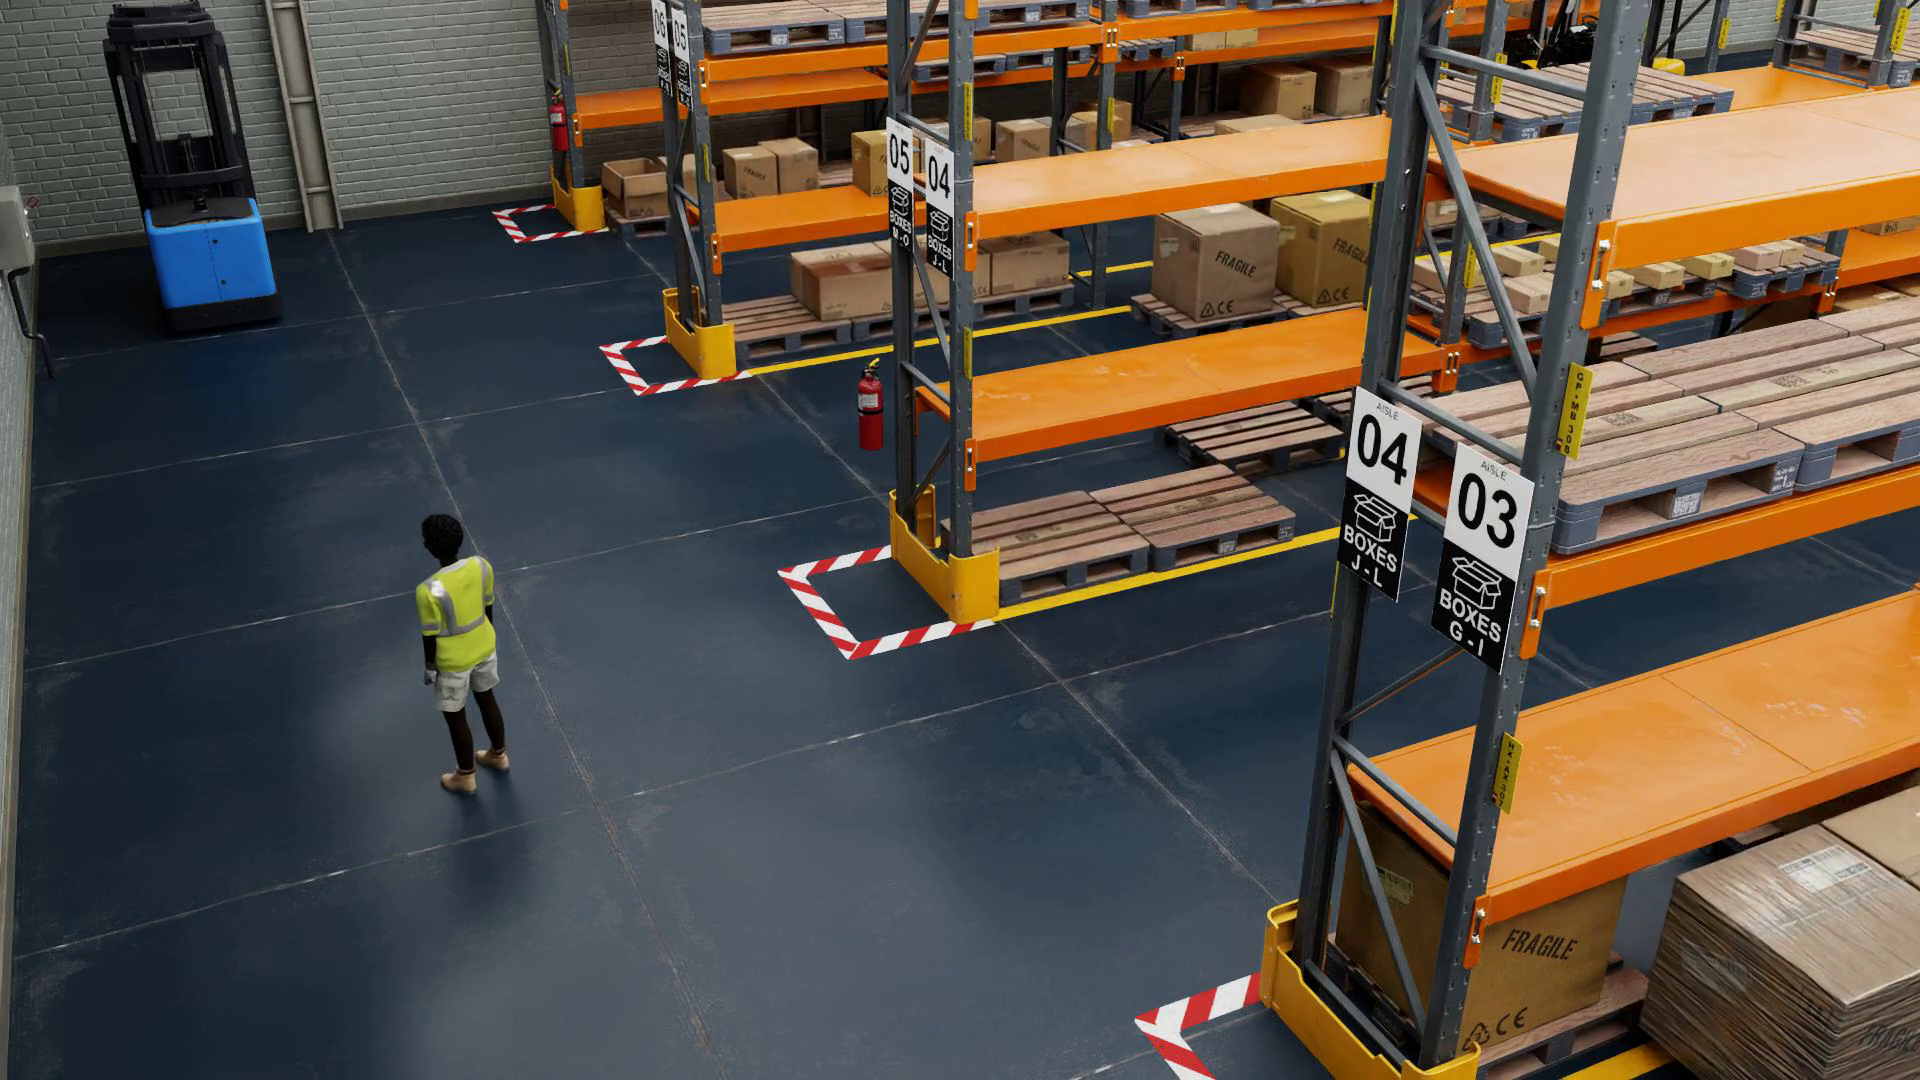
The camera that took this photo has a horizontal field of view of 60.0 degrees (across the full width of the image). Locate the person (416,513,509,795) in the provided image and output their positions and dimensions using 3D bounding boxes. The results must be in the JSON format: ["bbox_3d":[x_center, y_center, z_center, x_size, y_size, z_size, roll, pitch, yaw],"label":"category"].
[{"bbox_3d":[-2.793,0.633,9.351,0.320,1.686,0.537,14,31,25],"label":"person"}]

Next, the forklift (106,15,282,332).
[{"bbox_3d":[-7.548,-3.672,16.323,1.129,2.768,1.873,-12,30,-22],"label":"forklift"}]

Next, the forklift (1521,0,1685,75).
[{"bbox_3d":[8.950,-6.807,23.056,1.214,2.155,2.313,-12,30,-22],"label":"forklift"}]
